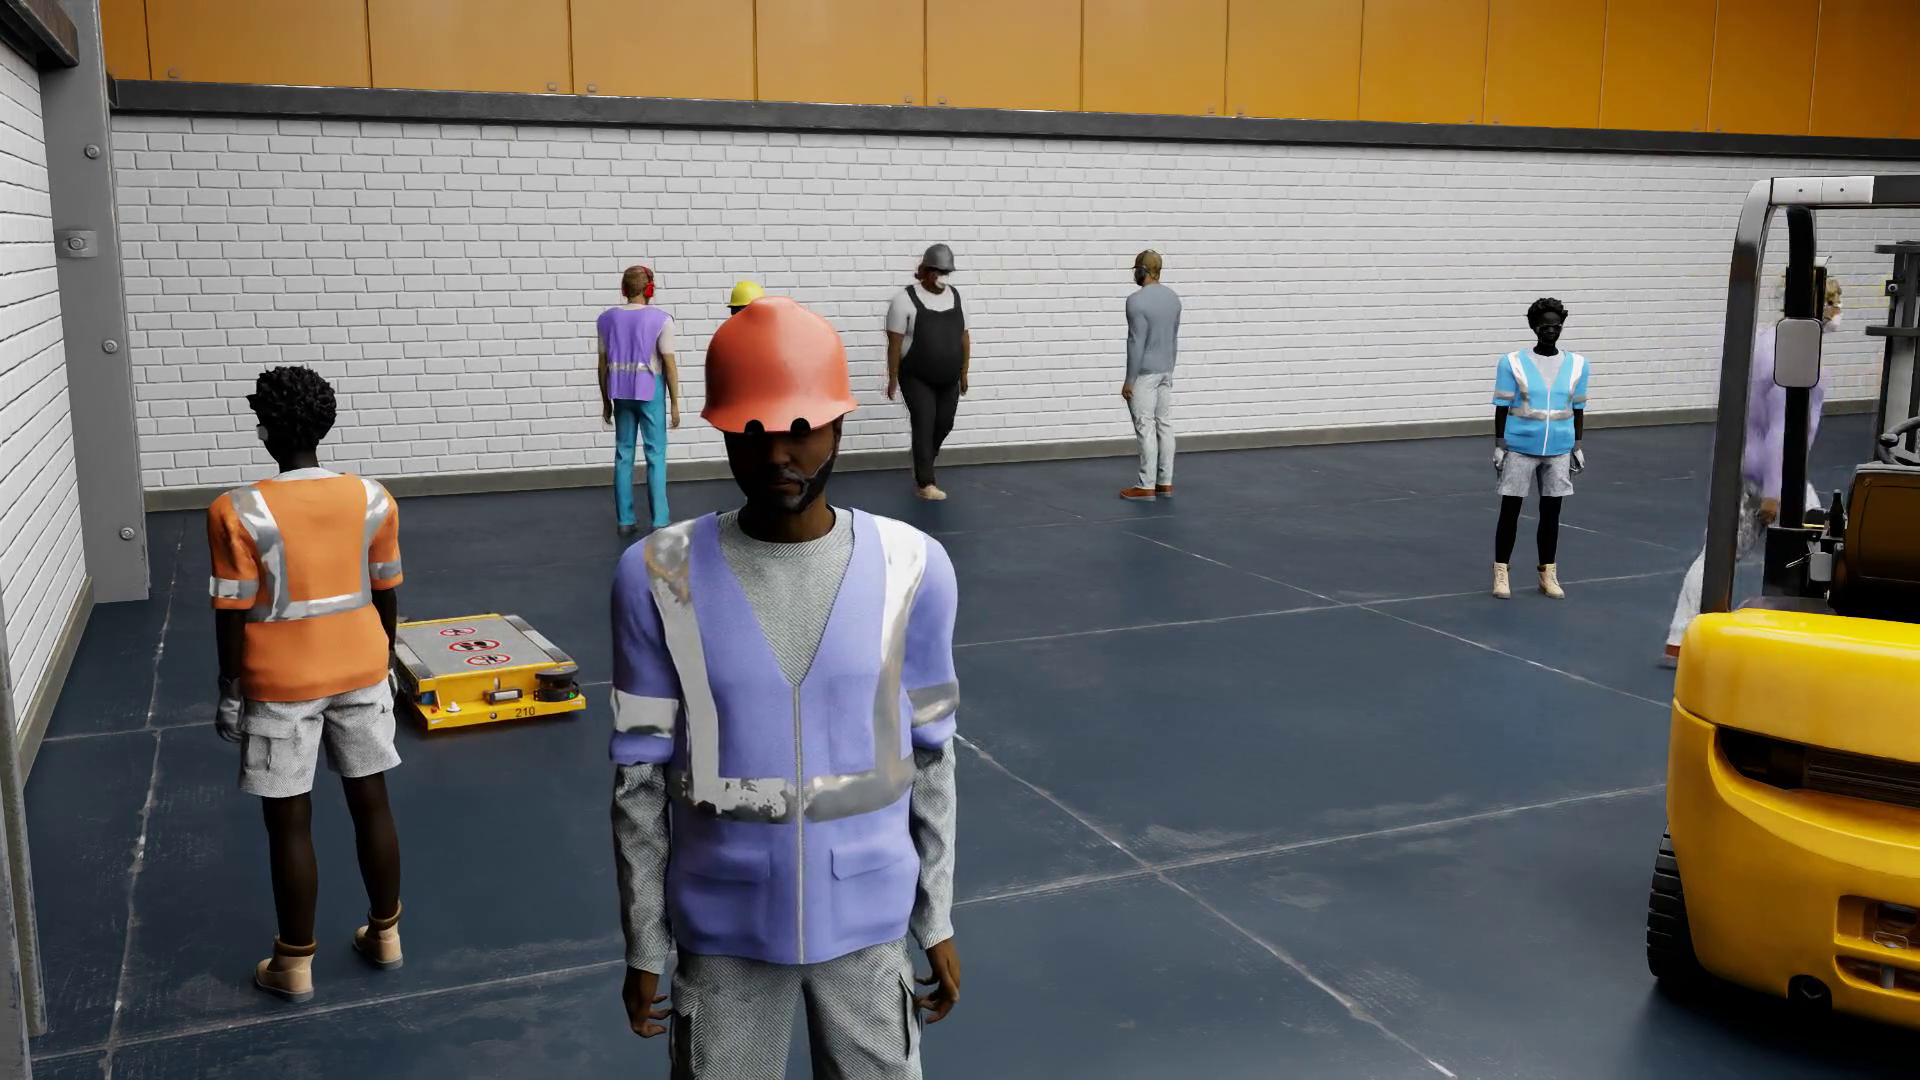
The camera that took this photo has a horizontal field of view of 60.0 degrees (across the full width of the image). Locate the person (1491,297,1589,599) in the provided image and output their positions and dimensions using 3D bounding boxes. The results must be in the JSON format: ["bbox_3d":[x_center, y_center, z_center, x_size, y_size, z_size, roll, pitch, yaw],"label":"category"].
[{"bbox_3d":[3.249,-0.508,9.347,0.531,1.698,0.320,1,10,3],"label":"person"}]

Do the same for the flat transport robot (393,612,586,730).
[{"bbox_3d":[-2.200,0.549,7.456,0.652,0.197,1.431,-6,12,-28],"label":"flat transport robot"}]

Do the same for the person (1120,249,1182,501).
[{"bbox_3d":[1.471,-1.272,12.896,0.352,1.937,0.635,8,13,39],"label":"person"}]

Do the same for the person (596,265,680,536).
[{"bbox_3d":[-2.185,-0.934,11.296,0.570,1.840,0.373,3,11,15],"label":"person"}]

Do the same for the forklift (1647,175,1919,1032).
[{"bbox_3d":[2.810,0.094,4.662,1.214,2.155,2.313,7,12,34],"label":"forklift"}]

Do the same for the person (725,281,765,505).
[{"bbox_3d":[-1.274,-0.694,10.186,0.325,1.767,0.533,5,11,26],"label":"person"}]

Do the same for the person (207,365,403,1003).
[{"bbox_3d":[-1.736,0.381,4.472,0.319,1.691,0.535,9,13,39],"label":"person"}]

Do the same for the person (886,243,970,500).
[{"bbox_3d":[-0.271,-1.371,13.158,0.709,2.000,0.853,-5,12,-27],"label":"person"}]

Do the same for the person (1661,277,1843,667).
[{"bbox_3d":[3.773,-0.282,7.636,0.986,1.891,0.668,1,10,8],"label":"person"}]

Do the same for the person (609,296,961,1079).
[{"bbox_3d":[-0.263,0.592,2.621,0.552,1.935,0.360,-2,10,-10],"label":"person"}]
